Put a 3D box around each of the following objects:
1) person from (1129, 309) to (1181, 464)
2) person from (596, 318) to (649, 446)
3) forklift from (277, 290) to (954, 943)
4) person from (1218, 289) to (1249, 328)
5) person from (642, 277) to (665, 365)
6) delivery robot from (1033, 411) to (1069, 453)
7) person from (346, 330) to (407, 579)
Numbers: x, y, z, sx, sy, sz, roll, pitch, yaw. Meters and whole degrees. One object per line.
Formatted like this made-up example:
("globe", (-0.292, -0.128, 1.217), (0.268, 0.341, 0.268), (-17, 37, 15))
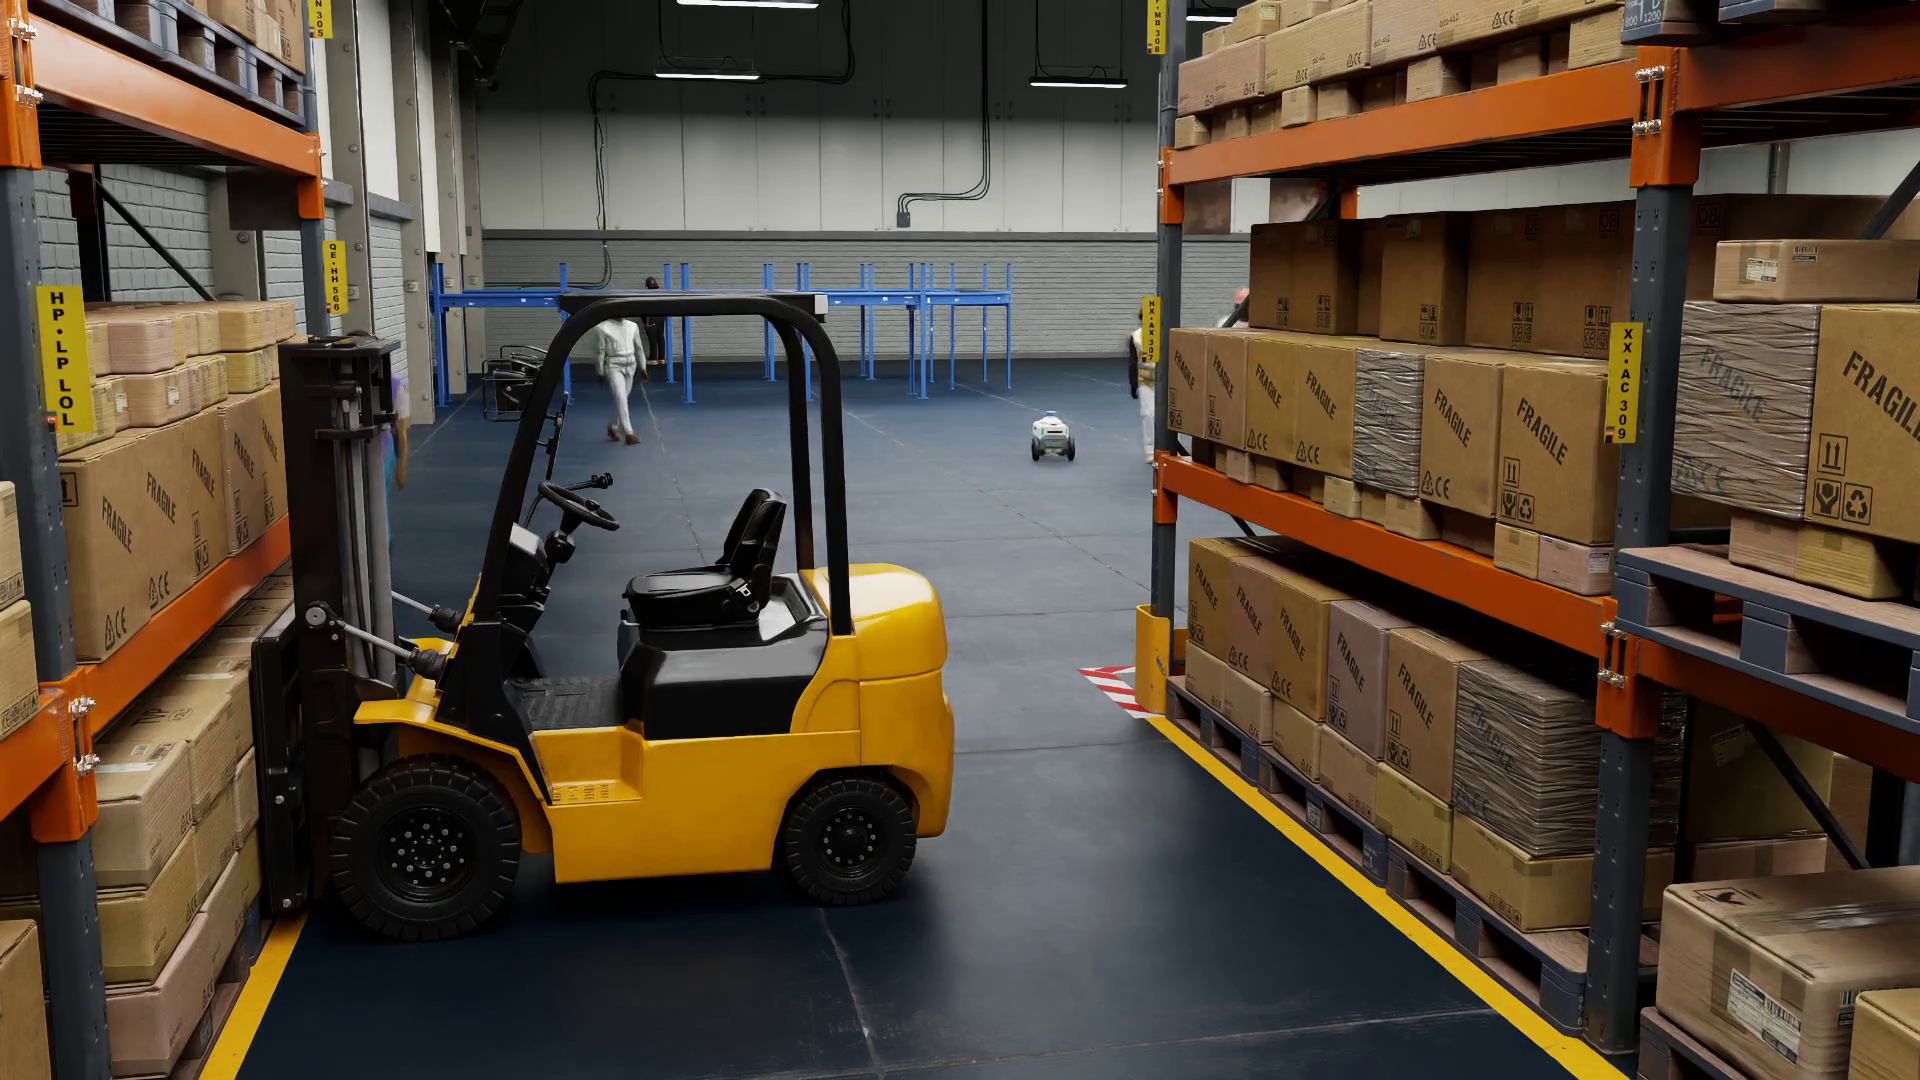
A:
("person", (2.265, -1.780, 19.104), (0.677, 1.812, 0.514), (2, 10, 12))
("person", (-4.370, -2.195, 21.357), (0.992, 1.906, 0.600), (9, 13, 44))
("forklift", (-1.179, 0.175, 6.143), (2.313, 2.155, 1.214), (-2, 10, -12))
("person", (3.348, -1.983, 19.806), (0.629, 1.975, 1.093), (1, 9, 6))
("person", (-7.148, -5.083, 38.657), (0.536, 2.000, 0.673), (5, 10, 26))
("delivery robot", (1.073, -1.285, 19.742), (0.477, 0.478, 0.707), (-1, 9, -5))
("person", (-4.079, -0.536, 11.466), (0.587, 1.826, 0.610), (1, 9, 7))
